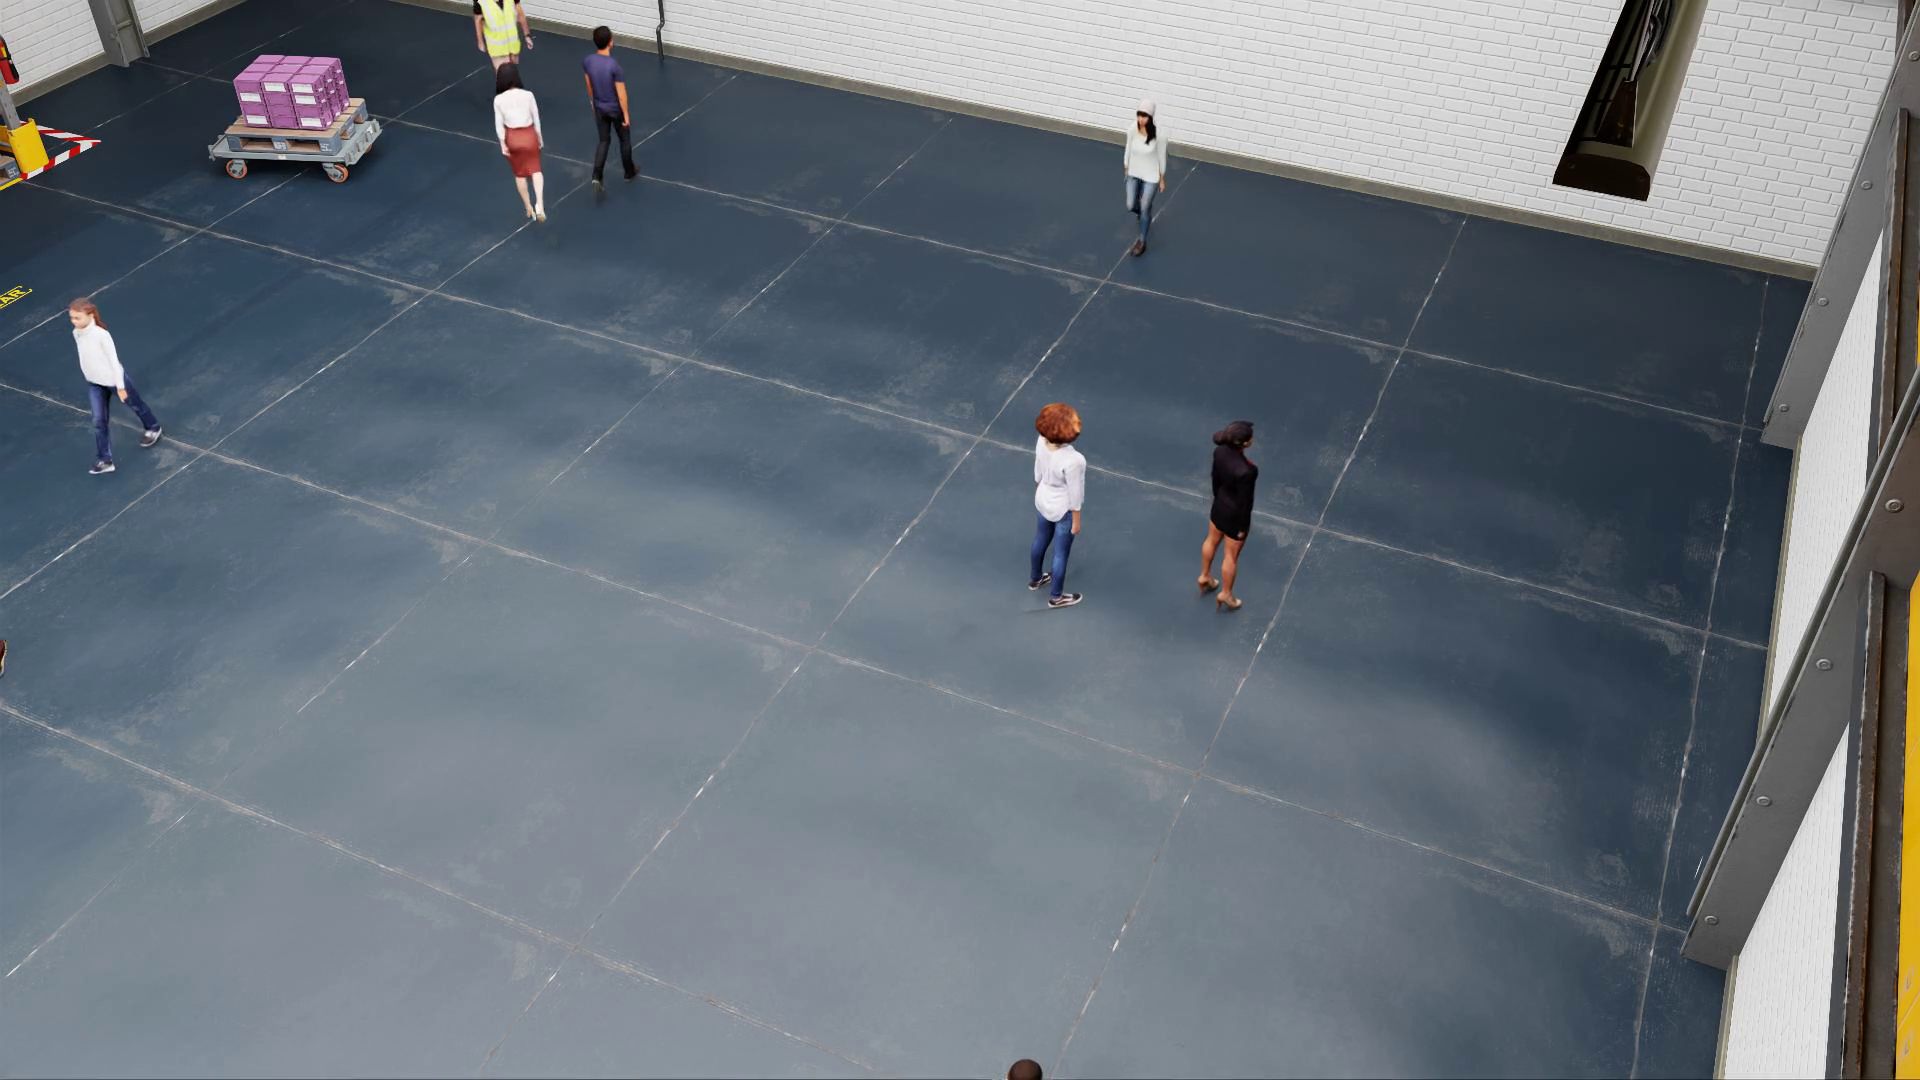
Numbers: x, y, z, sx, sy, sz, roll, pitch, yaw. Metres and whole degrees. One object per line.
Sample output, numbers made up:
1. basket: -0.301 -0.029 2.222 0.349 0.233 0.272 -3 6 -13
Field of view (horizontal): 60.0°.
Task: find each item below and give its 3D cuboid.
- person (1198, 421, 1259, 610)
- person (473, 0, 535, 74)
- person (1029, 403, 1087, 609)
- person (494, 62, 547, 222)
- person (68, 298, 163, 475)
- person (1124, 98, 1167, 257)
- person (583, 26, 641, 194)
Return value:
1. person: 1.992 -0.185 12.278 0.756 1.638 0.699 -18 42 -22
2. person: -5.238 -5.670 19.010 1.114 1.808 1.021 -31 48 -32
3. person: 0.705 -0.273 12.329 0.765 1.711 0.746 -22 44 -25
4. person: -4.438 -3.974 16.947 0.891 1.732 0.955 -13 40 -15
5. person: -7.027 -1.359 13.850 0.719 1.511 1.123 7 39 9
6. person: 1.875 -3.675 16.650 0.618 1.636 0.768 17 42 20
7. person: -3.763 -4.525 17.607 0.764 1.769 1.091 10 40 12
